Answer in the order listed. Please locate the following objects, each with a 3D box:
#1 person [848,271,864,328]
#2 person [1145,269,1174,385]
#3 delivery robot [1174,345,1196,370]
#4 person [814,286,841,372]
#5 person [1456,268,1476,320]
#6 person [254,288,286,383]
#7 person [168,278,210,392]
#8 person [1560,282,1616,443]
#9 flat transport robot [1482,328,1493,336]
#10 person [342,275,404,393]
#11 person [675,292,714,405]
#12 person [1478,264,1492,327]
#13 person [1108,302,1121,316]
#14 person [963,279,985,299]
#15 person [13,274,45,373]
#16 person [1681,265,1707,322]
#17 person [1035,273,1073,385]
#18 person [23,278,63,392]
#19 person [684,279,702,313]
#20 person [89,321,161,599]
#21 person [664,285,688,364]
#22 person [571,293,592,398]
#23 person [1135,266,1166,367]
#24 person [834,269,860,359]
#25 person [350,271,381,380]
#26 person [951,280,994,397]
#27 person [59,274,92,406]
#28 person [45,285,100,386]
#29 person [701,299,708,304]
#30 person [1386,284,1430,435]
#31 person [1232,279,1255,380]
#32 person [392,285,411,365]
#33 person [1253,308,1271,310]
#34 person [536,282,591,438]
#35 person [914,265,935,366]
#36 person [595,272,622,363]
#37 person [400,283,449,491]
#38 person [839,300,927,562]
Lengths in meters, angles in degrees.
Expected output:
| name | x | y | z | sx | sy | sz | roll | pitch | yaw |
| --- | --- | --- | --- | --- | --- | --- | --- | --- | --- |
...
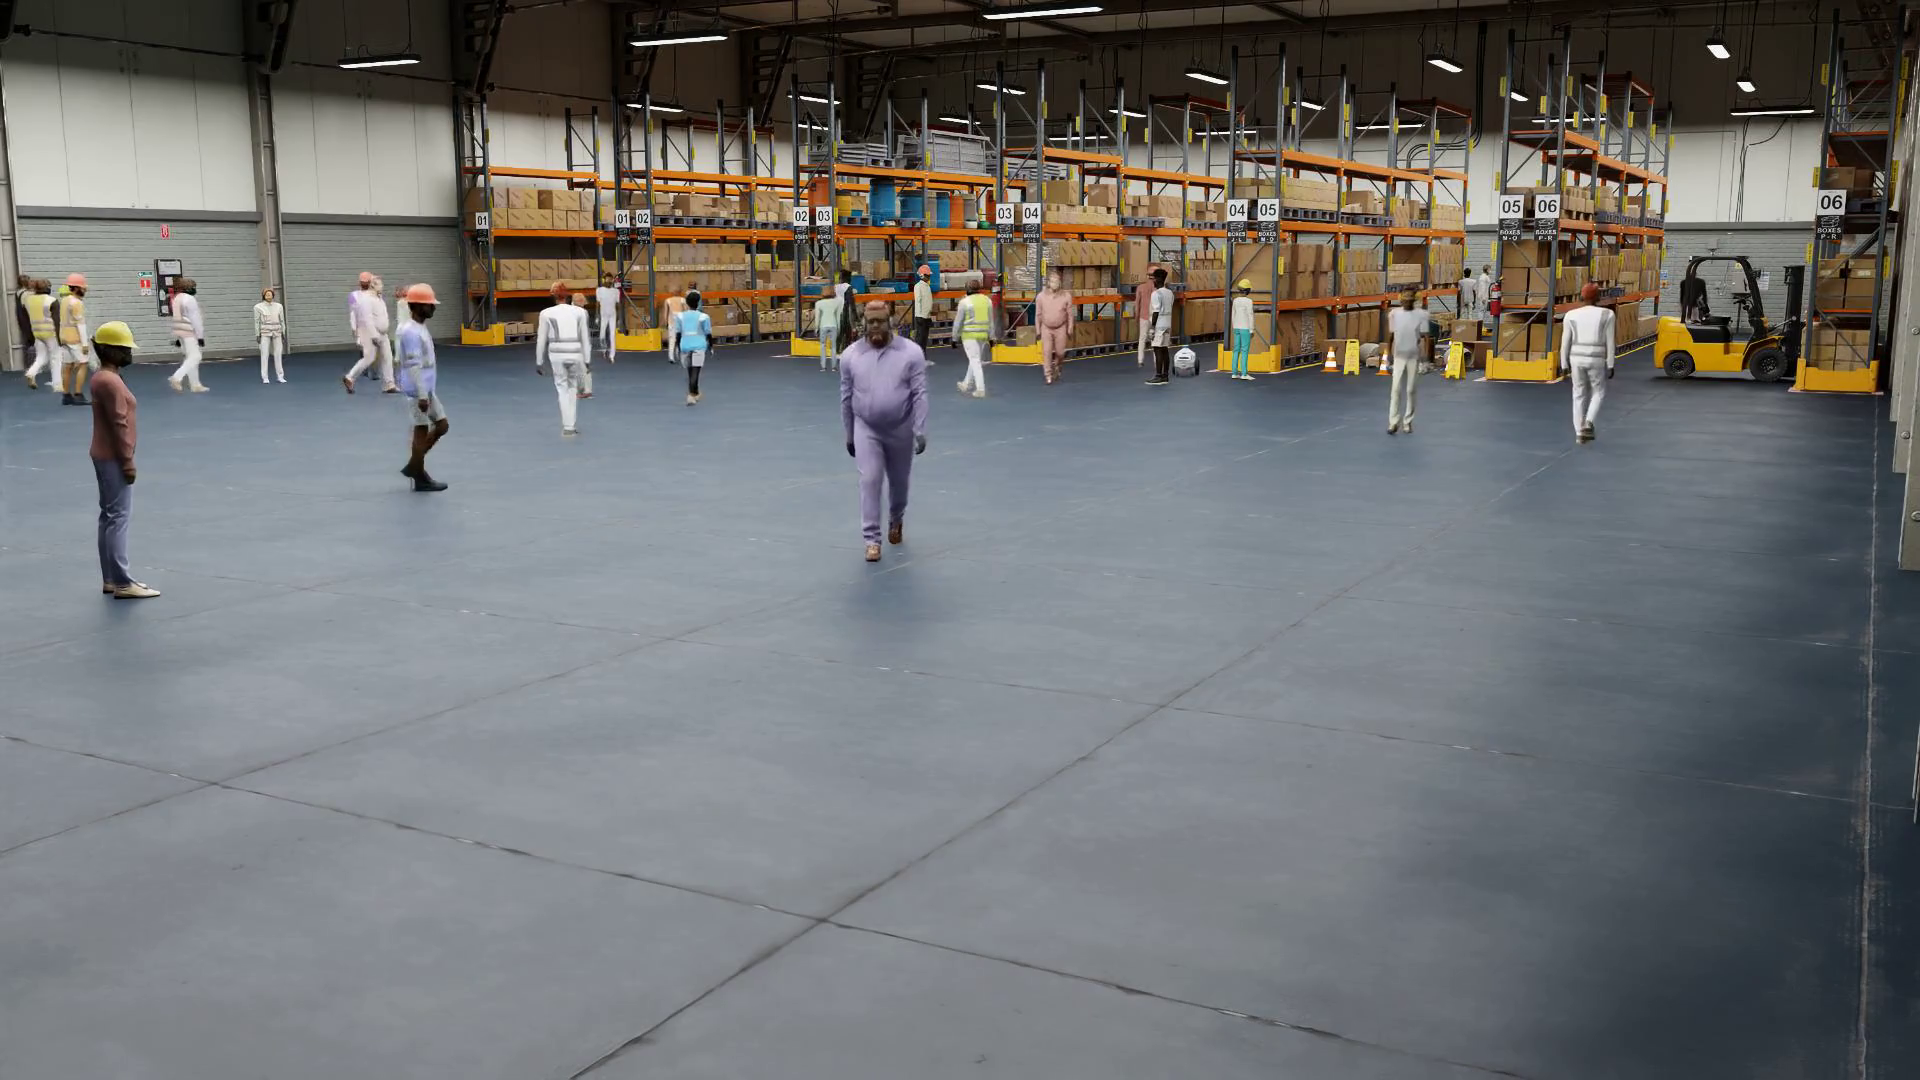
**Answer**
| name | x | y | z | sx | sy | sz | roll | pitch | yaw |
| --- | --- | --- | --- | --- | --- | --- | --- | --- | --- |
| person | -2.570 | -5.523 | 39.839 | 0.604 | 1.811 | 0.616 | 5 | 11 | 26 |
| person | 3.389 | -3.614 | 28.219 | 0.367 | 1.966 | 0.607 | 6 | 12 | 33 |
| delivery robot | 4.098 | -3.305 | 30.259 | 0.477 | 0.478 | 0.707 | 2 | 10 | 12 |
| person | -2.505 | -3.972 | 31.396 | 0.527 | 1.632 | 0.290 | -3 | 10 | -18 |
| person | 13.608 | -6.373 | 44.695 | 0.509 | 1.860 | 0.333 | 2 | 10 | 14 |
| person | -11.835 | -3.502 | 28.539 | 0.517 | 1.634 | 0.311 | -9 | 14 | -44 |
| person | -12.327 | -3.238 | 26.454 | 0.657 | 1.827 | 0.644 | 9 | 13 | 41 |
| person | 7.291 | -2.049 | 19.324 | 0.617 | 1.870 | 0.413 | 5 | 11 | 28 |
| flat transport robot | 14.023 | -5.709 | 45.440 | 0.652 | 0.197 | 1.431 | 0 | 10 | -2 |
| person | -9.325 | -3.246 | 26.326 | 0.857 | 1.880 | 0.634 | 1 | 10 | 8 |
| person | -3.903 | -2.808 | 24.420 | 0.543 | 1.653 | 0.883 | 2 | 10 | 10 |
| person | 15.134 | -6.973 | 47.961 | 0.362 | 1.939 | 0.636 | 4 | 10 | 22 |
| person | 4.851 | -7.555 | 51.458 | 0.470 | 1.913 | 0.650 | -1 | 10 | -7 |
| person | 0.324 | -4.689 | 35.307 | 0.546 | 1.684 | 0.544 | 4 | 10 | 20 |
| person | -17.342 | -4.020 | 30.957 | 0.509 | 1.846 | 0.335 | 5 | 11 | 26 |
| person | 18.620 | -6.006 | 42.251 | 0.625 | 1.957 | 0.672 | 4 | 11 | 23 |
| person | 1.590 | -3.568 | 28.183 | 0.653 | 1.896 | 0.424 | 0 | 10 | 2 |
| person | -14.609 | -3.255 | 26.535 | 0.631 | 1.826 | 0.604 | 3 | 10 | 15 |
| person | -6.182 | -5.221 | 38.586 | 0.510 | 1.639 | 0.308 | 6 | 11 | 32 |
| person | -5.370 | -0.507 | 10.628 | 0.329 | 1.763 | 0.523 | -7 | 12 | -36 |
| person | -5.767 | -4.371 | 33.742 | 0.521 | 1.594 | 0.881 | 1 | 10 | 4 |
| person | -5.815 | -2.969 | 25.464 | 0.356 | 1.620 | 0.501 | -5 | 11 | -27 |
| person | 3.756 | -4.375 | 32.652 | 0.630 | 1.979 | 0.434 | 3 | 10 | 15 |
| person | -2.393 | -4.806 | 35.428 | 0.832 | 1.878 | 0.646 | -5 | 11 | -28 |
| person | -10.480 | -3.785 | 29.373 | 0.554 | 1.917 | 0.690 | -4 | 11 | -24 |
| person | 0.141 | -3.144 | 25.946 | 0.661 | 1.794 | 0.935 | -7 | 12 | -37 |
| person | -12.909 | -2.916 | 24.309 | 0.549 | 1.911 | 0.477 | 8 | 12 | 39 |
| person | -14.997 | -3.465 | 28.137 | 0.918 | 1.698 | 0.493 | -4 | 11 | -24 |
| person | -6.760 | -6.055 | 43.111 | 0.534 | 1.766 | 0.328 | 6 | 12 | 33 |
| person | 5.438 | -2.178 | 20.204 | 0.544 | 1.825 | 0.934 | 4 | 10 | 20 |
| person | 4.999 | -3.702 | 29.307 | 0.298 | 1.772 | 0.533 | -5 | 11 | -29 |
| person | -11.035 | -4.284 | 33.207 | 0.795 | 1.610 | 0.502 | 1 | 10 | 8 |
| person | 6.955 | -5.311 | 38.011 | 0.636 | 2.009 | 0.924 | 4 | 11 | 24 |
| person | -4.815 | -2.171 | 20.055 | 0.622 | 1.860 | 0.708 | -7 | 12 | -34 |
| person | -0.716 | -4.452 | 33.042 | 0.377 | 1.995 | 0.608 | 3 | 10 | 19 |
| person | -7.191 | -4.545 | 33.986 | 0.548 | 1.855 | 0.579 | -2 | 10 | -14 |
| person | -4.938 | -1.394 | 15.336 | 0.400 | 1.923 | 0.577 | -1 | 10 | -8 |
| person | -0.560 | -0.826 | 12.190 | 0.632 | 1.868 | 0.910 | -1 | 10 | -4 |
